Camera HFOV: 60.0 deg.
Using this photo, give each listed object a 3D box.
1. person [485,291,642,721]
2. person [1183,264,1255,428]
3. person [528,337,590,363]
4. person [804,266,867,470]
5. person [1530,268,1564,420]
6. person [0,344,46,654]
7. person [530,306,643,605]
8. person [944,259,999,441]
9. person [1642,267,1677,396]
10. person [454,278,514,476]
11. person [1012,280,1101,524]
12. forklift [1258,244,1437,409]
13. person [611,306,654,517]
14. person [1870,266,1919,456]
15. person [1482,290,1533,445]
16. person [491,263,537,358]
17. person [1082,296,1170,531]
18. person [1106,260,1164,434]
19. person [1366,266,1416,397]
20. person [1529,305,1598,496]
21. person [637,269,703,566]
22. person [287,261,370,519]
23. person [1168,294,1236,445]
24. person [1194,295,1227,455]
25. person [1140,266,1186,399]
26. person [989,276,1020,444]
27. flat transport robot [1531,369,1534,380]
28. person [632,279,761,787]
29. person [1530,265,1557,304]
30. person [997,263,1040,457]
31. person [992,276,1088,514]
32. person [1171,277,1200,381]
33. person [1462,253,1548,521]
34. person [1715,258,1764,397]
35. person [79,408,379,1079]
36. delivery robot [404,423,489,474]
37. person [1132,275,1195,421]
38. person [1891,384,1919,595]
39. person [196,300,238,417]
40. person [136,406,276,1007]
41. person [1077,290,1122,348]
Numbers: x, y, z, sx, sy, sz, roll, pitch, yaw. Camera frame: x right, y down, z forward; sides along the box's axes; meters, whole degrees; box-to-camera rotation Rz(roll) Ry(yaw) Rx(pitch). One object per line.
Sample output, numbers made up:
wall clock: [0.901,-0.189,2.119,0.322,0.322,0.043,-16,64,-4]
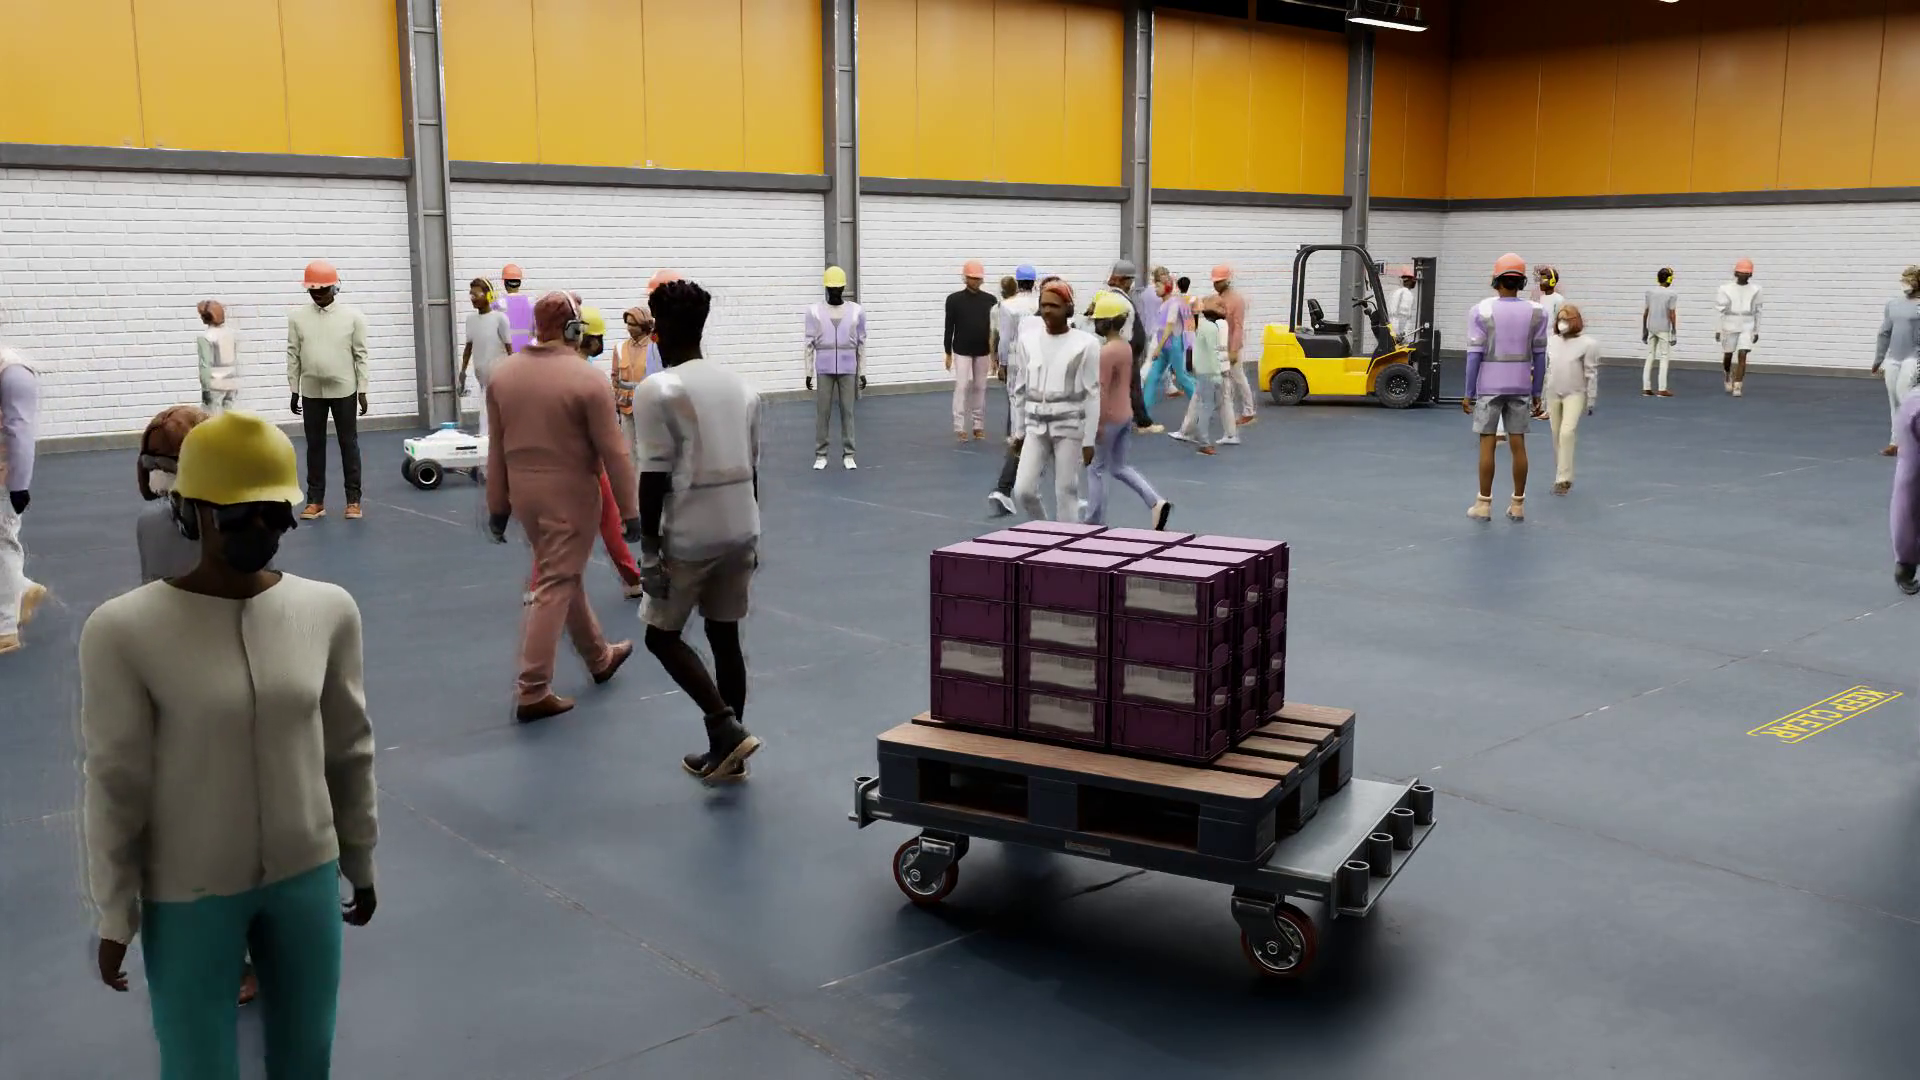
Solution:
person: [-1.716,-0.177,7.481,0.678,1.855,0.968,5,11,29]
person: [3.135,-2.276,19.620,1.076,1.934,0.627,-7,12,-37]
person: [-3.236,-1.114,13.507,0.542,1.678,0.589,0,10,3]
person: [-1.174,-1.619,15.757,0.594,1.922,0.386,-1,10,-6]
person: [7.268,-2.425,20.636,0.315,1.869,0.534,-2,10,-10]
person: [-4.941,-0.327,8.465,0.649,1.829,0.482,4,10,22]
person: [-2.130,-0.481,9.660,0.870,1.723,0.540,-6,12,-33]
person: [0.131,-2.079,18.254,0.622,1.992,0.396,-3,10,-18]
person: [10.120,-3.000,24.049,0.333,1.860,0.534,-6,12,-33]
person: [-4.397,-1.515,15.484,0.559,1.813,0.997,6,11,30]
person: [0.576,-0.647,10.213,0.602,1.872,0.412,6,11,30]
forklift: [5.256,-2.933,22.661,2.313,2.155,1.214,3,10,16]
person: [-2.455,-0.978,12.845,0.512,1.638,0.312,3,10,17]
person: [9.538,-1.796,16.783,0.431,1.923,0.634,-3,10,-17]
person: [5.910,-1.976,18.011,0.615,1.861,0.677,5,11,27]
person: [-4.883,-2.059,18.293,0.544,1.939,0.364,-7,12,-34]
person: [1.113,-0.855,11.806,0.698,1.749,0.542,5,11,26]
person: [1.781,-2.215,18.906,1.029,2.000,0.681,-2,10,-10]
person: [6.300,-2.980,23.870,1.021,1.874,0.587,-2,10,-11]
person: [5.086,-1.179,14.109,0.740,1.605,0.500,-9,13,-42]
person: [-1.860,-0.758,10.666,0.354,1.942,0.545,-8,13,-40]
person: [-4.864,-1.145,12.807,0.611,1.985,0.394,-1,10,-5]
person: [2.626,-1.824,17.881,0.809,1.605,0.540,7,12,34]
person: [2.564,-1.687,17.021,0.314,1.625,0.588,1,10,3]
person: [2.771,-2.886,23.302,1.033,1.890,0.651,-6,11,-29]
person: [0.656,-1.954,18.085,0.572,1.804,0.785,6,11,32]
flat transport robot: [9.041,-2.764,27.295,0.652,0.197,1.431,2,10,10]
person: [-0.970,-0.011,6.307,0.543,1.939,0.620,7,12,37]
person: [9.476,-3.549,27.181,0.490,1.876,0.670,7,12,37]
person: [0.662,-1.785,16.659,0.615,1.945,0.405,-3,10,-18]
person: [0.621,-1.134,13.088,0.959,1.878,0.603,-9,14,-44]
person: [3.610,-3.404,26.898,0.532,1.694,0.320,4,11,23]
person: [4.151,-1.161,12.730,0.615,2.042,0.376,0,10,-1]
person: [11.332,-3.105,24.236,0.614,2.010,0.954,4,11,23]
person: [-1.363,0.621,3.124,0.469,1.751,0.551,8,13,41]
delivery robot: [-4.501,-0.790,14.637,0.707,0.478,0.477,-5,11,-27]
person: [2.562,-2.314,20.238,0.998,1.794,0.567,-3,10,-15]
person: [3.819,0.030,6.215,0.646,1.884,0.750,8,12,39]
person: [-6.796,-1.401,15.334,0.530,1.624,0.527,2,10,13]
person: [-2.035,0.449,4.511,0.508,1.631,0.292,6,11,30]
person: [1.418,-1.741,17.194,0.503,1.676,0.943,3,10,17]
